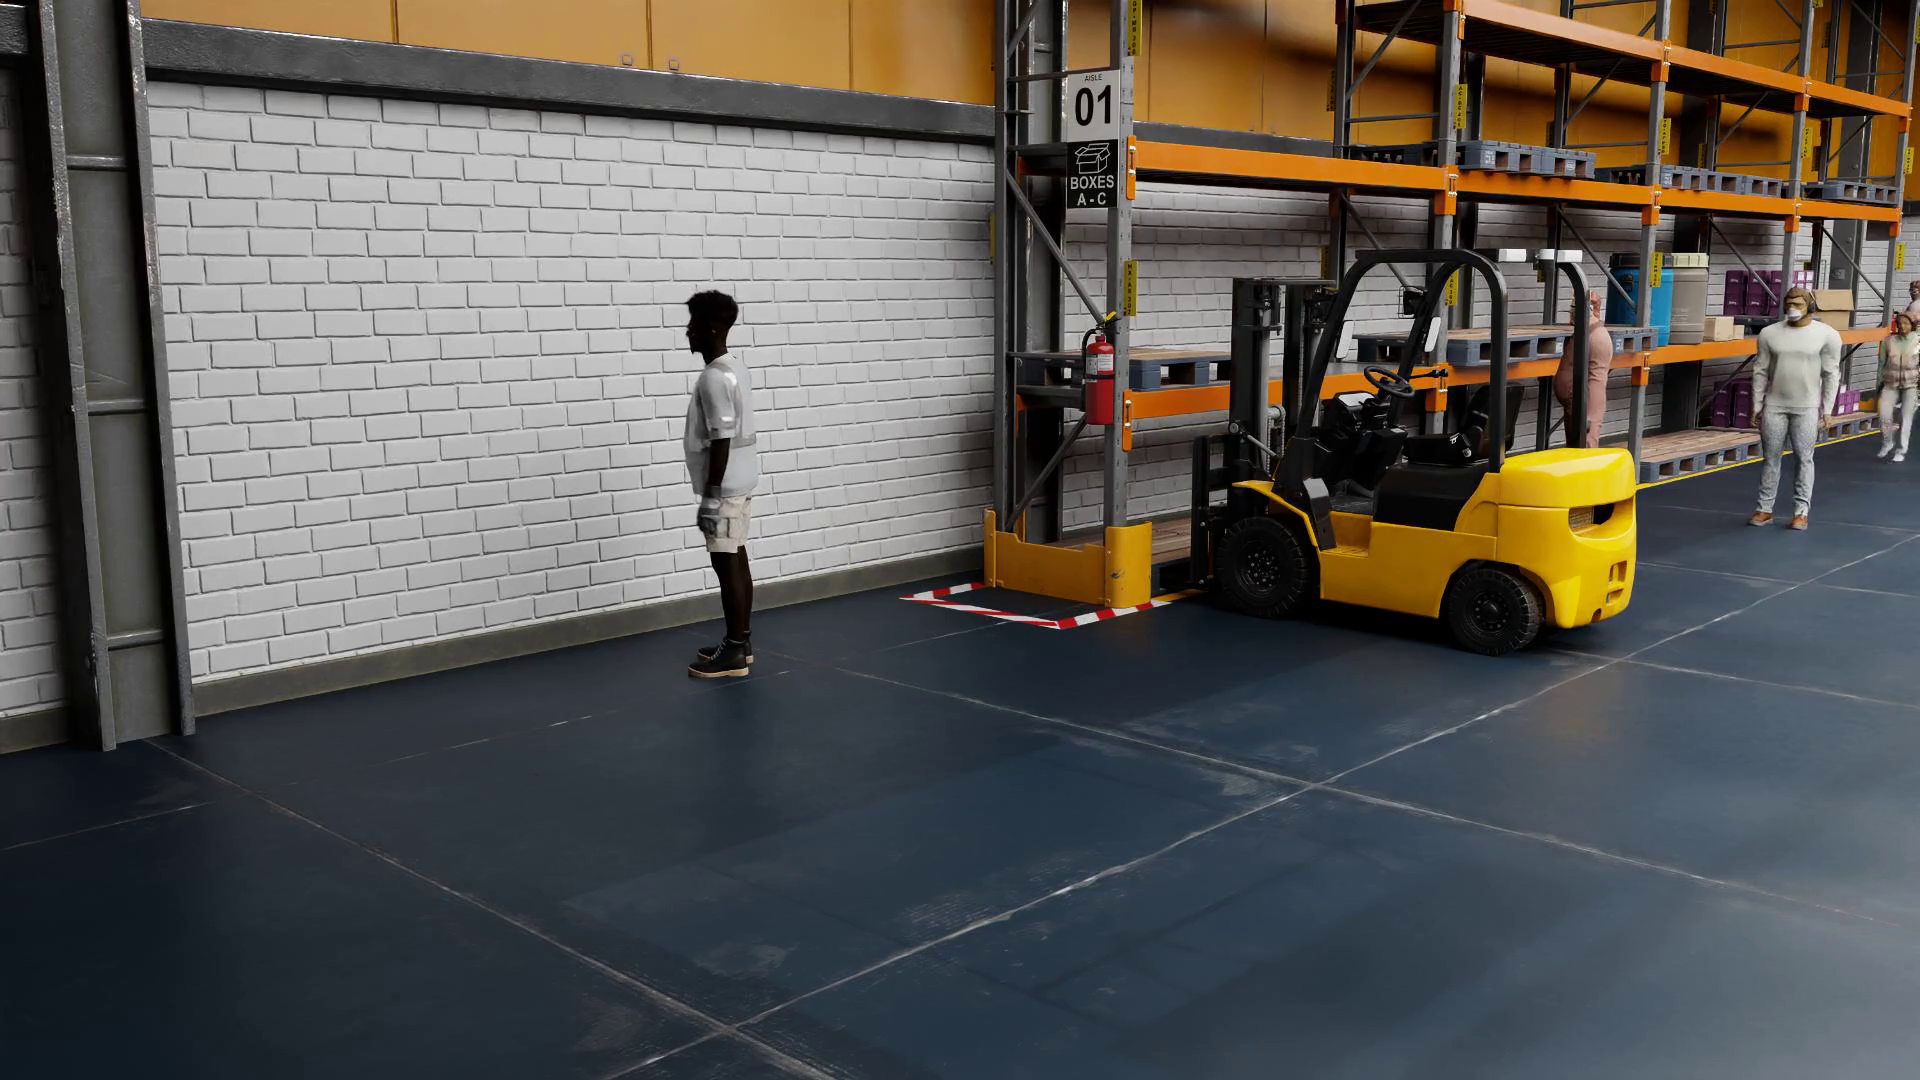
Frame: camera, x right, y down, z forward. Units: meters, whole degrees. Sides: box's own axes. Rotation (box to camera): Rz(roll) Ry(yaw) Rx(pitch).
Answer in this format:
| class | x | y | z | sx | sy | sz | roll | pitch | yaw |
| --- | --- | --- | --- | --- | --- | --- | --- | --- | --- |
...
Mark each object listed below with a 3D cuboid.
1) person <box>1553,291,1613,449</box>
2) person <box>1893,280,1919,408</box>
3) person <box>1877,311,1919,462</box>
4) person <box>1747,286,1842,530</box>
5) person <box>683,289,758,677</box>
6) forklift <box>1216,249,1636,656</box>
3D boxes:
| class | x | y | z | sx | sy | sz | roll | pitch | yaw |
| --- | --- | --- | --- | --- | --- | --- | --- | --- | --- |
| person | 4.898 | -1.014 | 13.157 | 0.405 | 1.911 | 0.659 | 2 | 9 | 11 |
| person | 14.194 | -2.902 | 24.738 | 0.639 | 1.902 | 0.407 | -7 | 12 | -37 |
| person | 10.106 | -1.640 | 17.853 | 0.517 | 1.626 | 0.369 | 8 | 13 | 42 |
| person | 6.639 | -1.052 | 13.276 | 0.635 | 1.937 | 0.352 | 8 | 12 | 40 |
| person | -1.220 | -0.284 | 8.480 | 0.369 | 1.967 | 0.601 | 1 | 9 | 3 |
| forklift | 2.710 | -0.584 | 9.626 | 2.313 | 2.155 | 1.214 | 9 | 13 | 43 |
